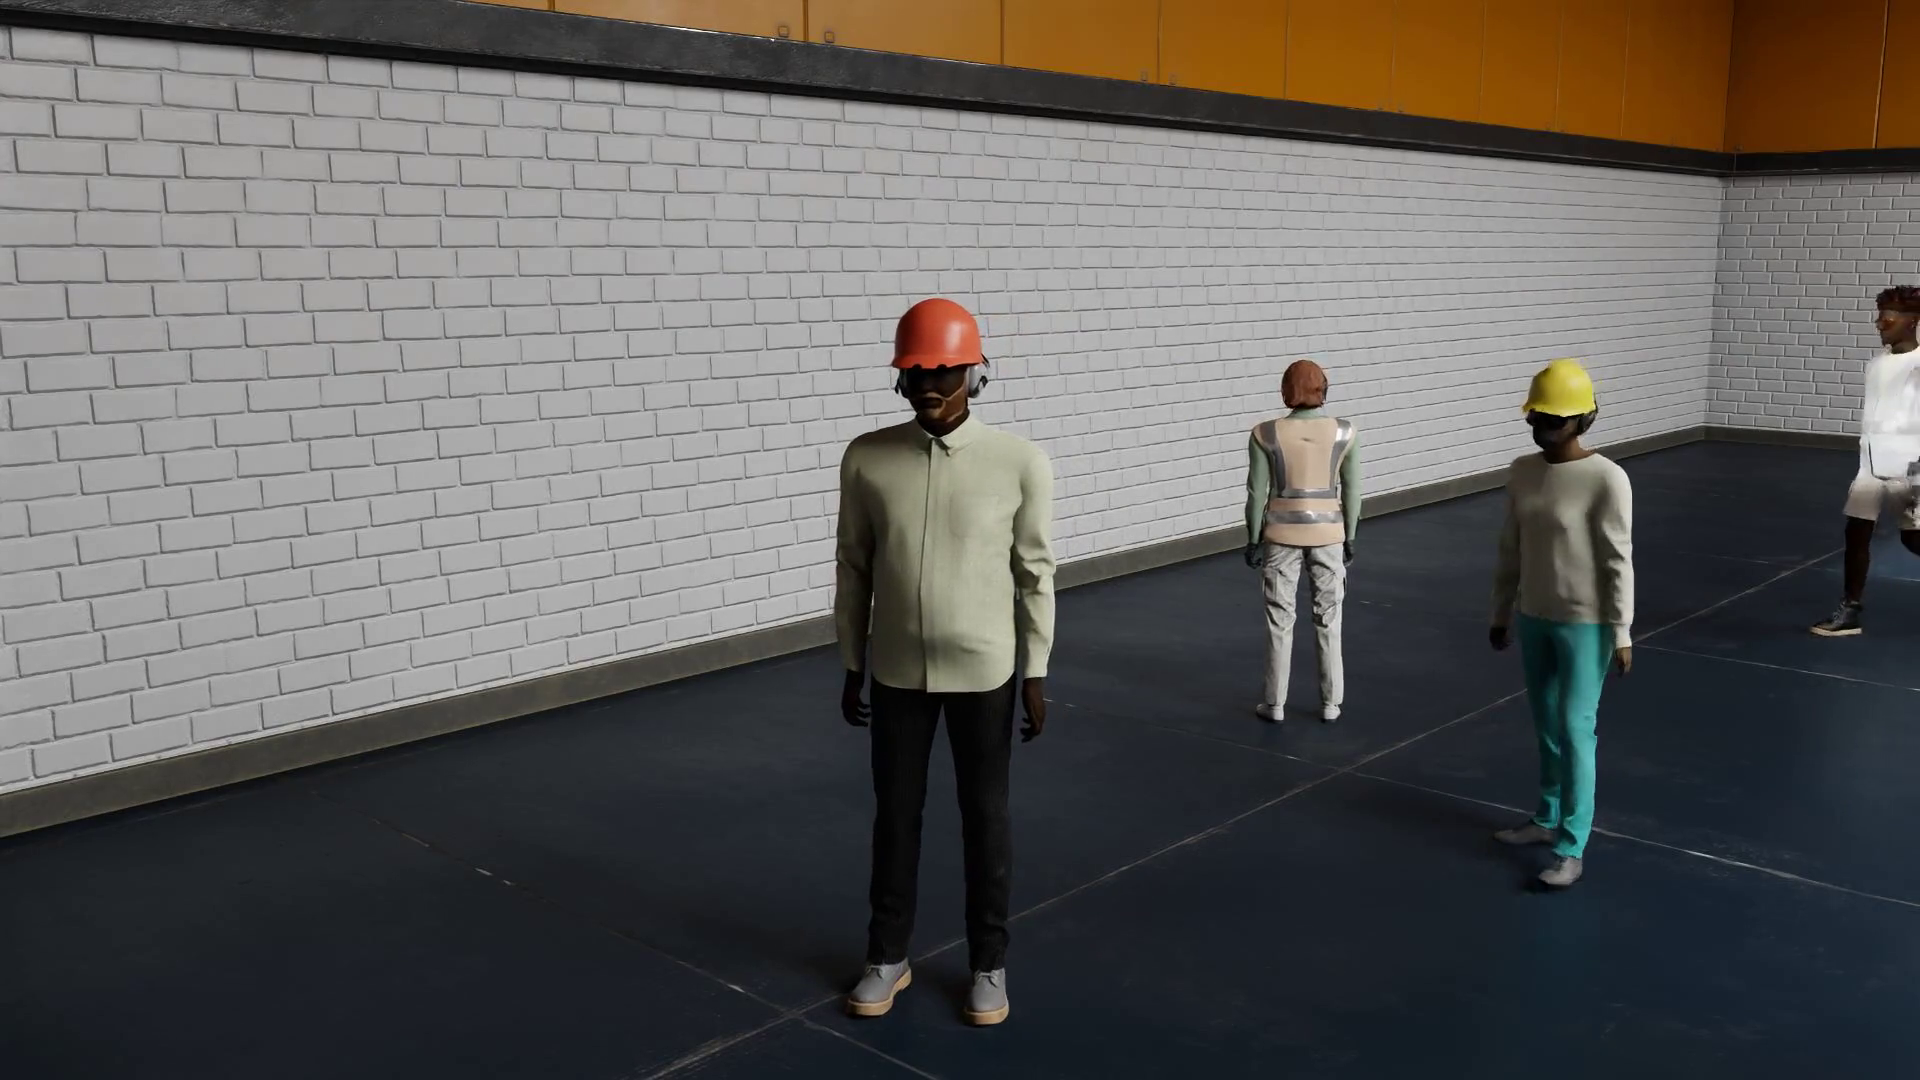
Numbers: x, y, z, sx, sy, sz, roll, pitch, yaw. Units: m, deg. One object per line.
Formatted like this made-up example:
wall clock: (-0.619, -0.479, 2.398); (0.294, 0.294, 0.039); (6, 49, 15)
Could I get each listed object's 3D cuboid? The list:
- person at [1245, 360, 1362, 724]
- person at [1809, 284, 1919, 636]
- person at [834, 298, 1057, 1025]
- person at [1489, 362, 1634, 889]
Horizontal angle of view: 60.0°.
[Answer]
person: (1.527, 0.017, 7.434); (0.525, 1.637, 0.312); (1, 10, 3)
person: (5.181, -0.421, 9.071); (0.869, 1.942, 0.606); (-2, 10, -12)
person: (-0.049, 0.344, 4.551); (0.612, 1.994, 0.395); (2, 10, 12)
person: (2.011, 0.281, 5.634); (0.511, 1.746, 0.617); (-4, 11, -24)
